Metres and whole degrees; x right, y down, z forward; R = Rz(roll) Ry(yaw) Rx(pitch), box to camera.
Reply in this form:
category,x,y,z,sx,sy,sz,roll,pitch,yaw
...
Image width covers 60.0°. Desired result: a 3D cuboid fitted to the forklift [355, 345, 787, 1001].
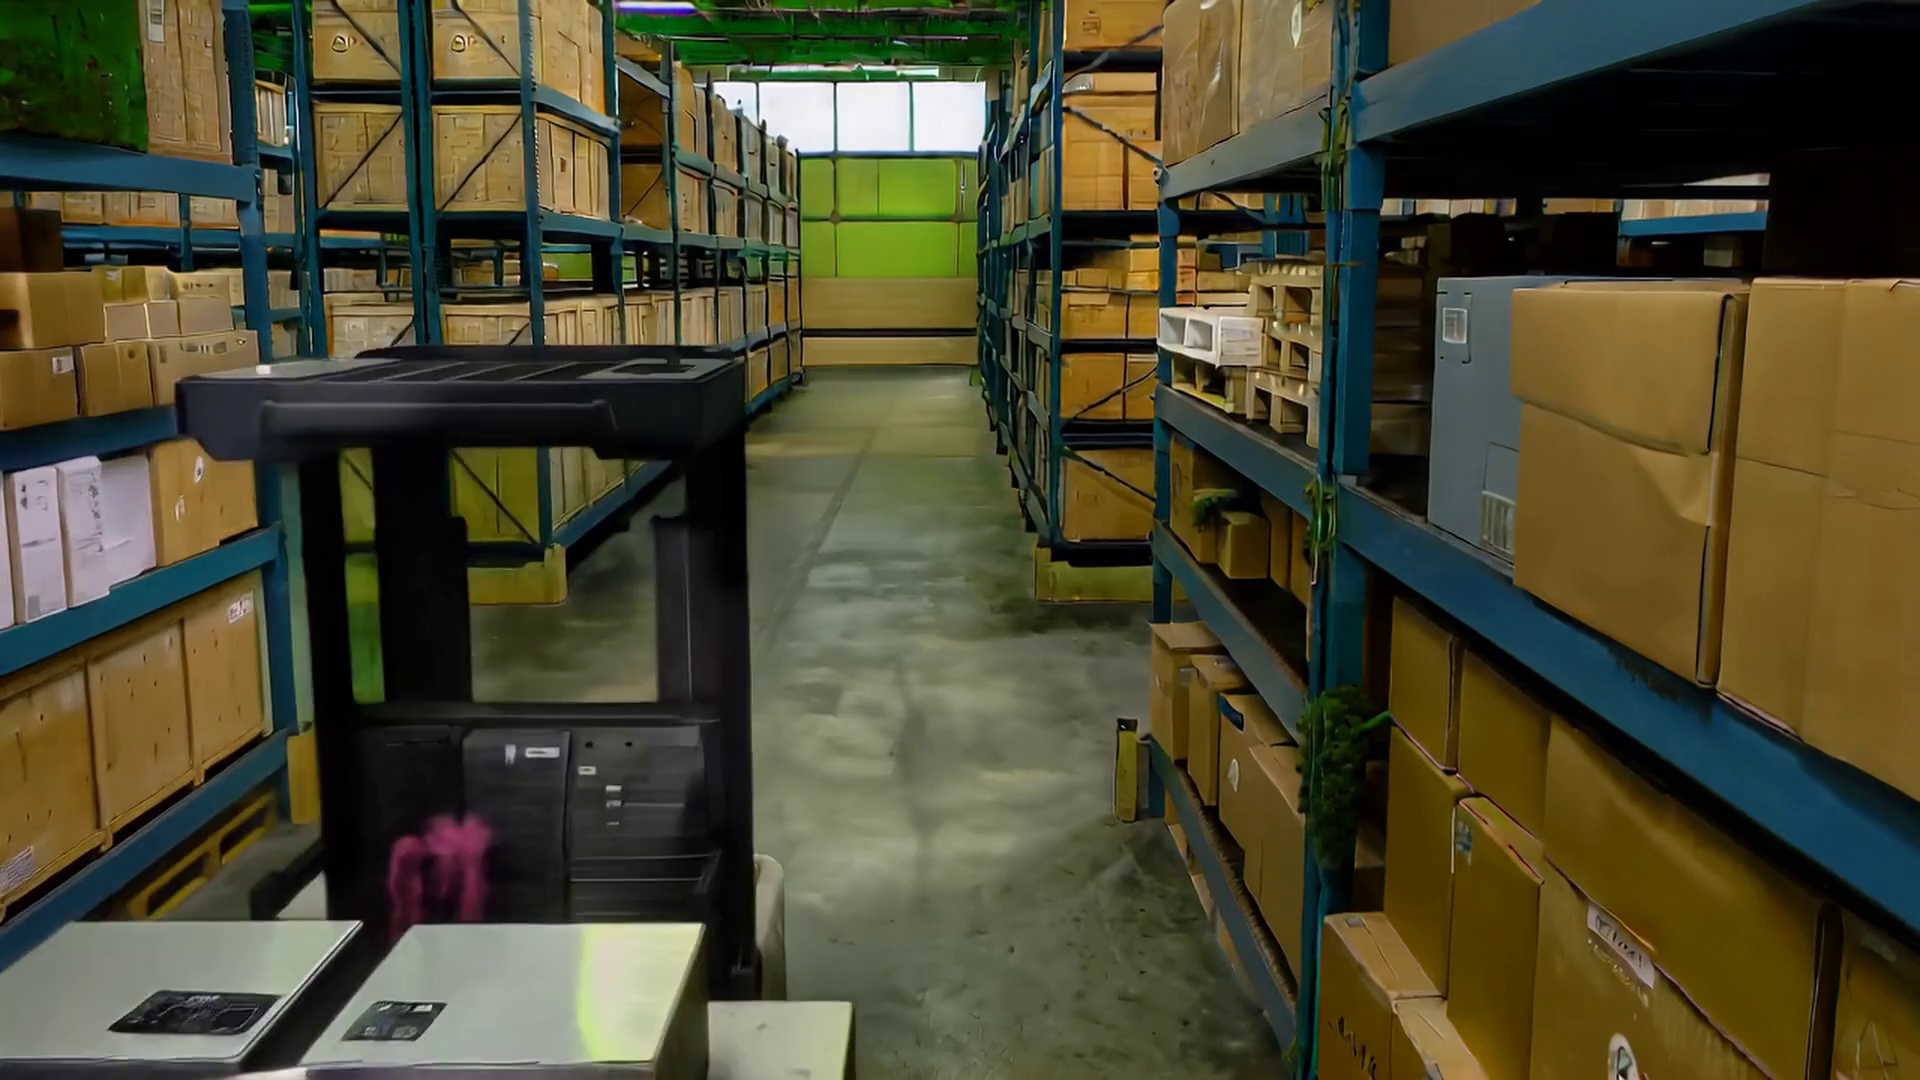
category,x,y,z,sx,sy,sz,roll,pitch,yaw
forklift,-1.082,0.853,4.625,1.129,2.768,1.873,0,9,-1
